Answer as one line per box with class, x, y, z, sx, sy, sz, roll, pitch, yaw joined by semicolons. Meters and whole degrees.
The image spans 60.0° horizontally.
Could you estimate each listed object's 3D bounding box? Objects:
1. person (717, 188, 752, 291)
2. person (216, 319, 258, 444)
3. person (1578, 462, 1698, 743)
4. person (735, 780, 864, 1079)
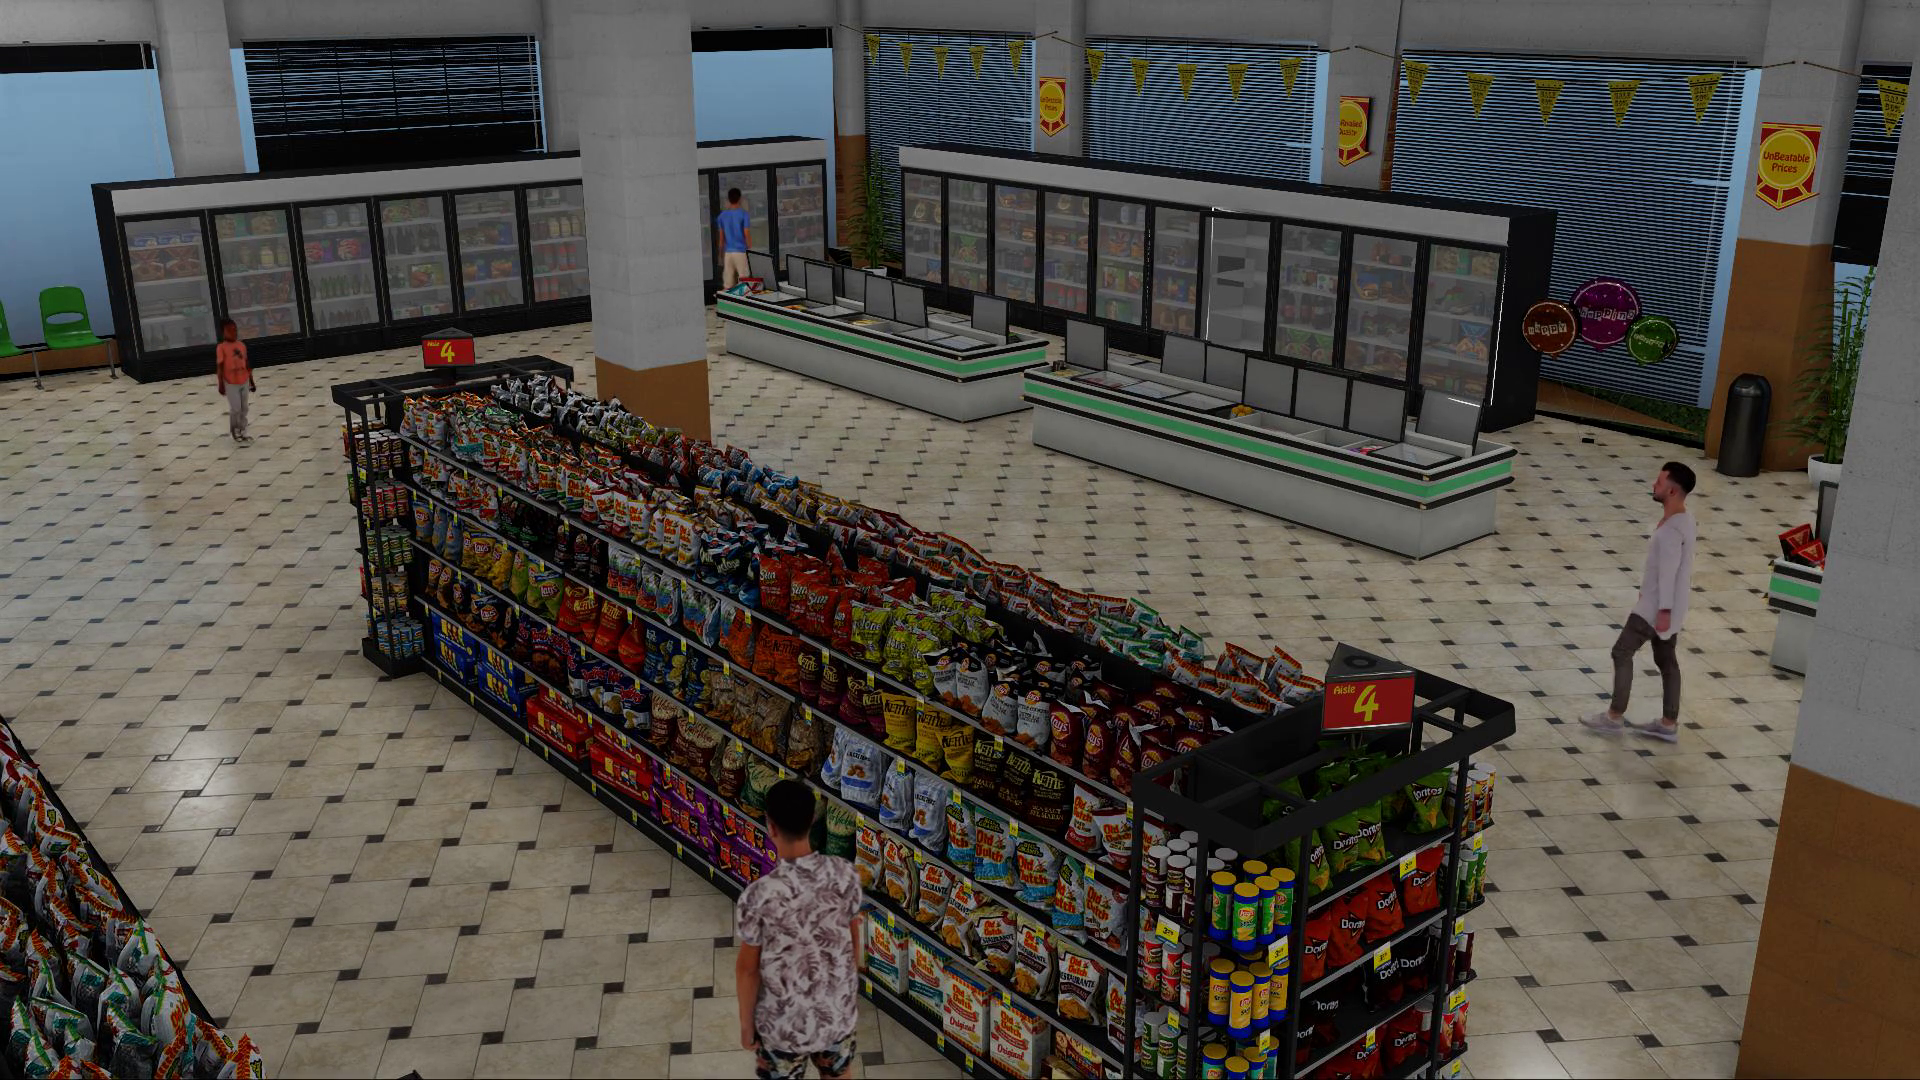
person;-3.174;-4.017;23.502;0.982;1.846;1.128;7;20;19
person;-7.604;-1.665;17.377;0.564;1.304;0.546;14;23;36
person;4.468;0.417;10.397;0.935;1.818;0.825;11;22;30
person;-0.582;1.773;6.386;0.719;1.812;0.670;-9;21;-25
